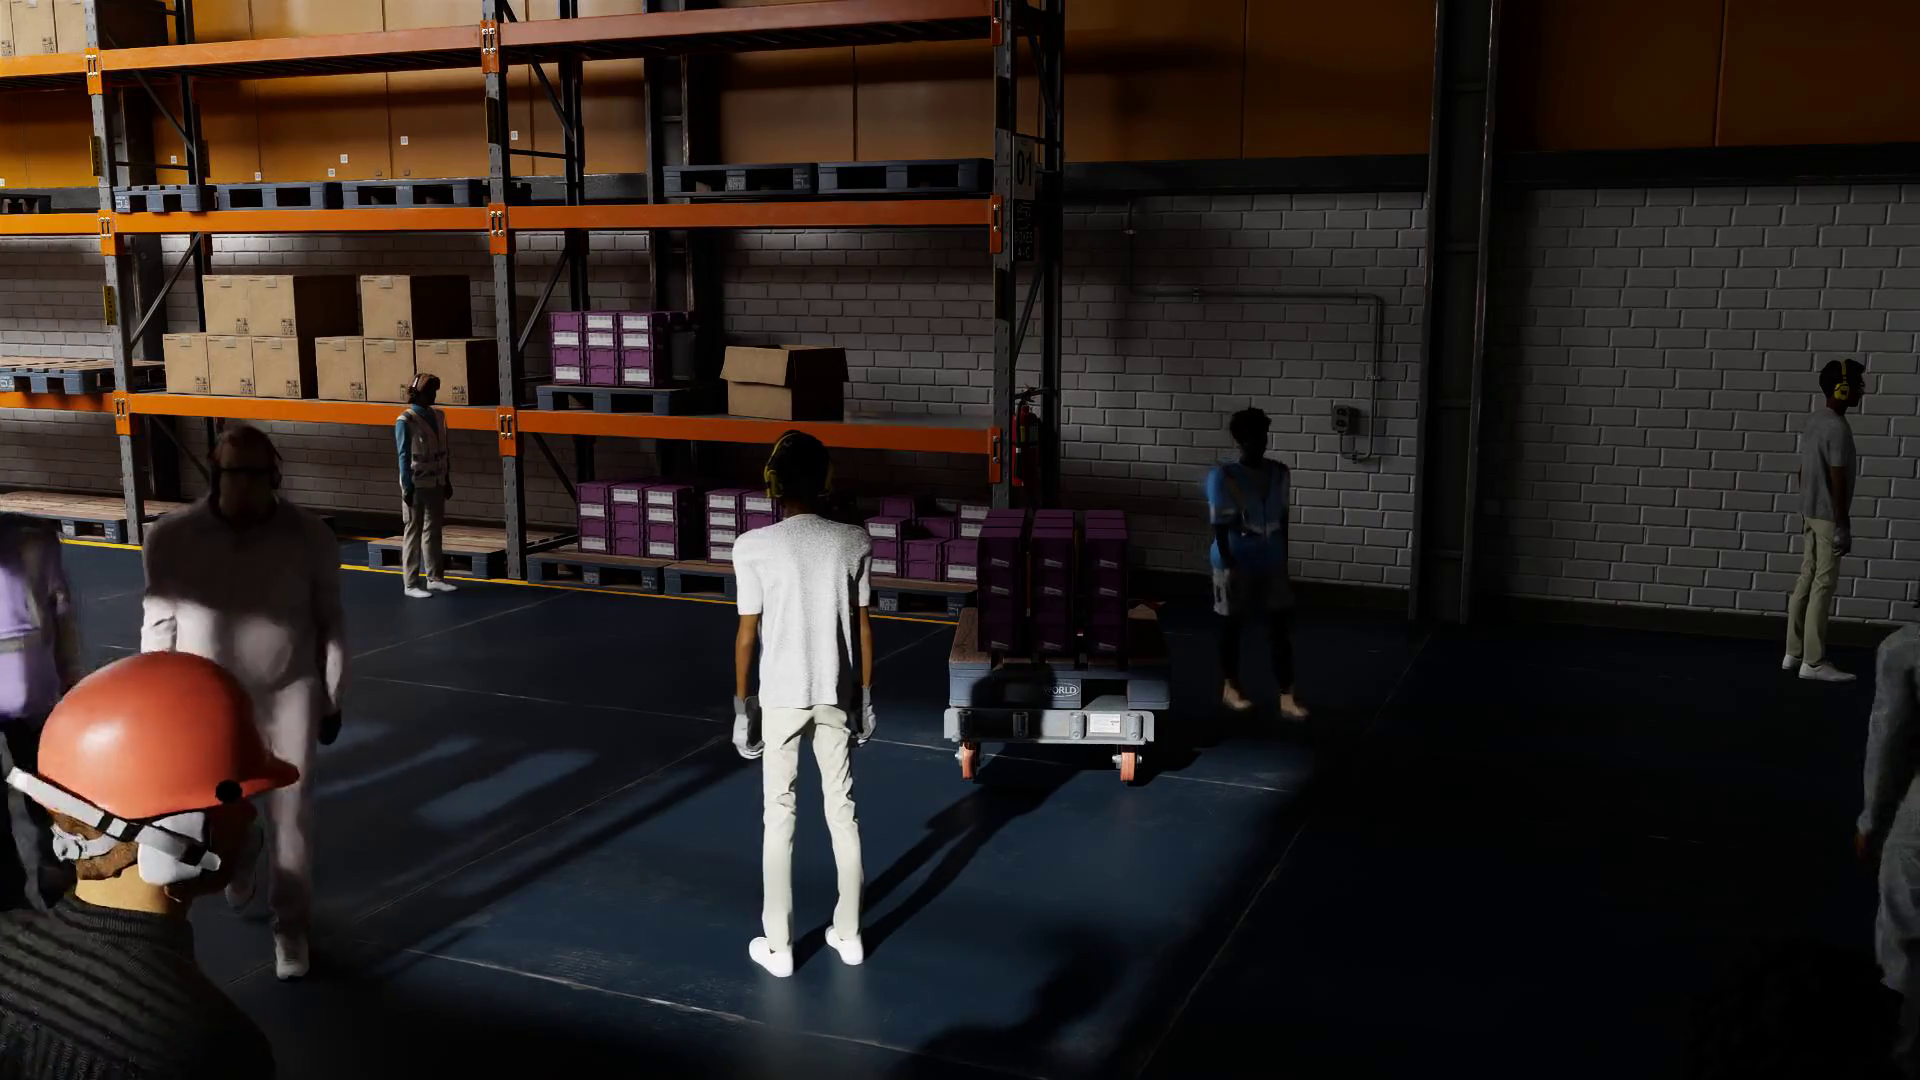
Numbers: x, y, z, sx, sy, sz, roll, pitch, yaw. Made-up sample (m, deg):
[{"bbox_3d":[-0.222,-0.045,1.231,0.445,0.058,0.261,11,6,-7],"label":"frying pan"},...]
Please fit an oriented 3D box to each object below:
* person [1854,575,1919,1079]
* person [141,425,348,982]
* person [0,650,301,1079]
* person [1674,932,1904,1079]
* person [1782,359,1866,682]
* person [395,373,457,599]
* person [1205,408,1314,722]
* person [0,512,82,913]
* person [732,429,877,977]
[{"bbox_3d":[2.798,0.790,4.692,0.537,1.727,0.371,4,10,22],"label":"person"},{"bbox_3d":[-2.465,0.527,5.793,0.652,1.881,0.733,-3,10,-17],"label":"person"},{"bbox_3d":[-1.002,1.093,2.221,0.612,1.937,0.995,5,11,28],"label":"person"},{"bbox_3d":[0.902,1.268,1.901,0.314,1.700,0.535,-3,10,-16],"label":"person"},{"bbox_3d":[5.059,-0.117,9.687,0.316,1.870,0.531,1,10,5],"label":"person"},{"bbox_3d":[-3.883,-0.393,12.059,0.322,1.627,0.508,3,10,19],"label":"person"},{"bbox_3d":[1.561,0.144,8.724,0.544,1.658,0.749,-4,10,-21],"label":"person"},{"bbox_3d":[-3.262,0.560,5.616,0.623,1.871,0.872,-7,12,-38],"label":"person"},{"bbox_3d":[-0.527,0.557,5.685,0.514,1.861,0.316,-4,10,-22],"label":"person"}]
